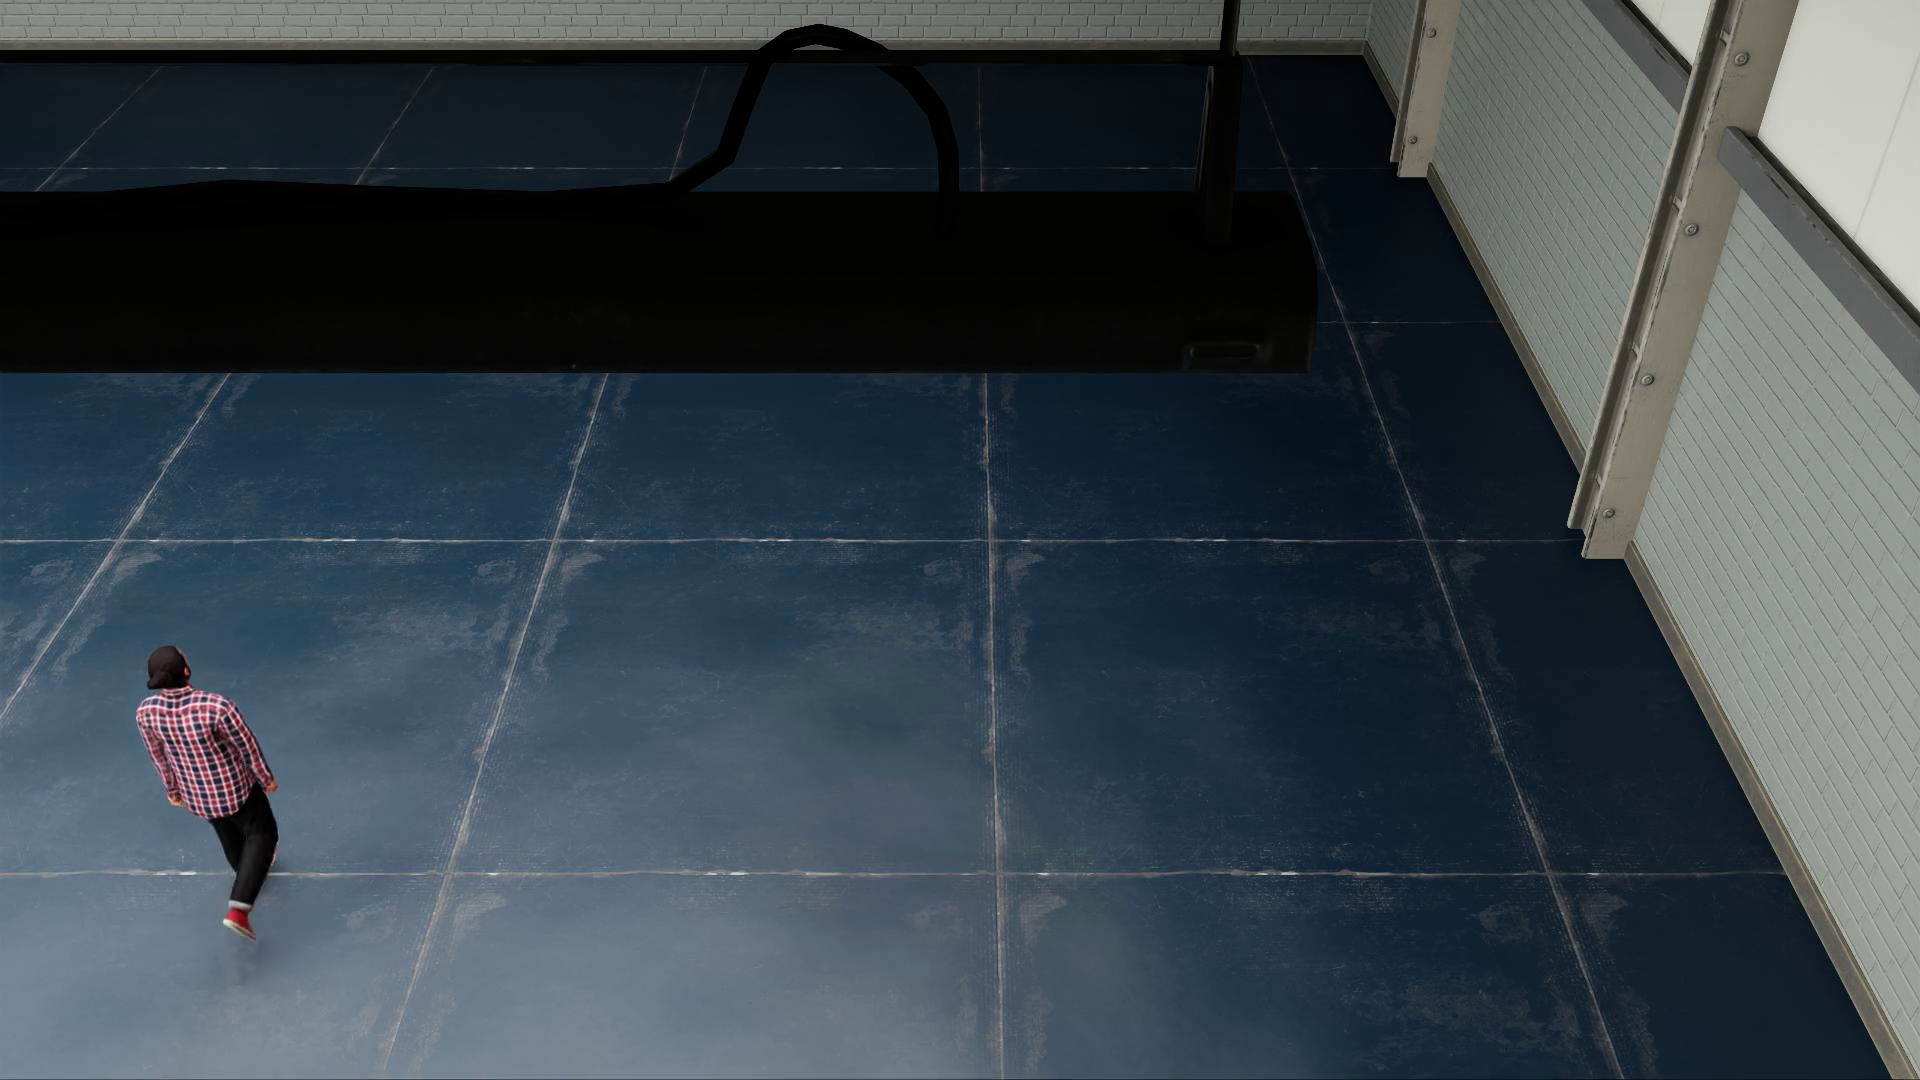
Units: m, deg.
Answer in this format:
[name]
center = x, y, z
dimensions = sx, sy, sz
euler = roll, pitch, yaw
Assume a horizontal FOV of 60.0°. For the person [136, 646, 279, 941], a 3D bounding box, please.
[person]
center = -3.732, 1.275, 8.329
dimensions = 0.734, 1.741, 0.968
euler = 2, 37, 3
